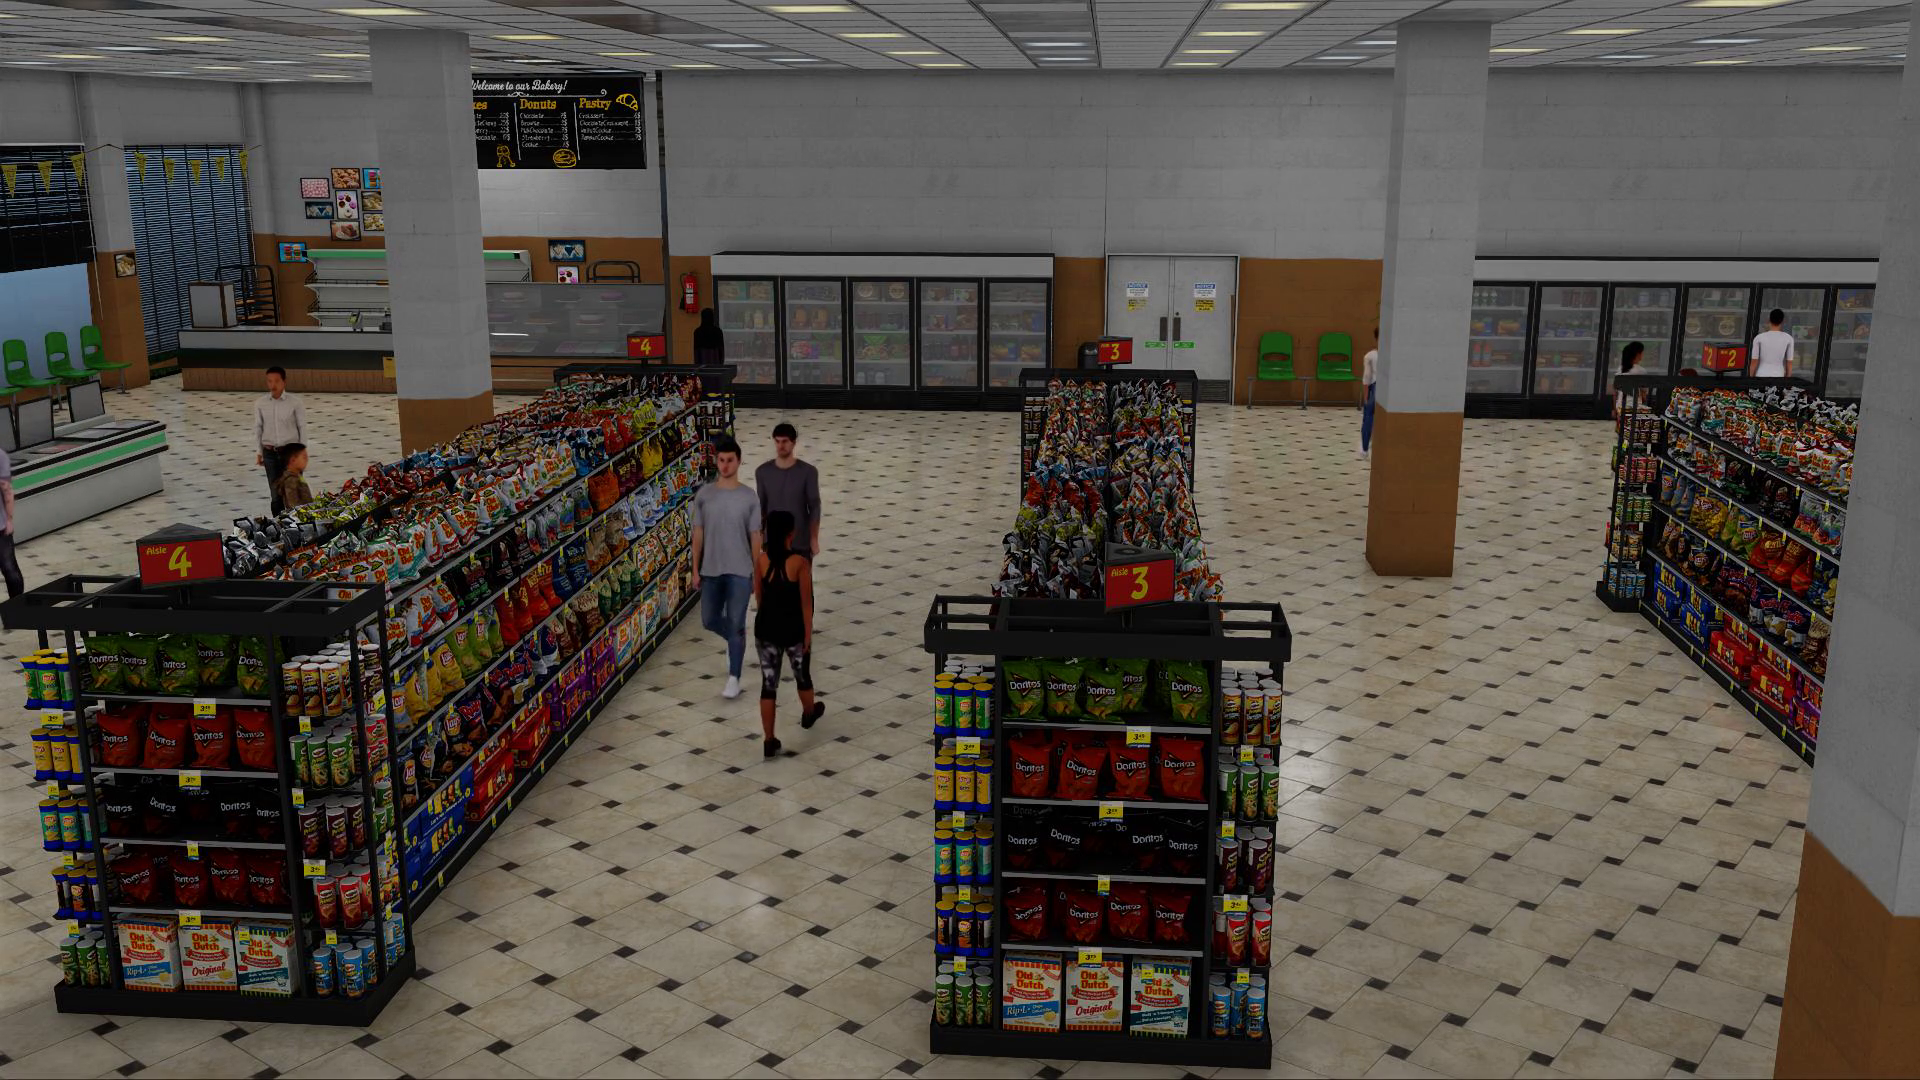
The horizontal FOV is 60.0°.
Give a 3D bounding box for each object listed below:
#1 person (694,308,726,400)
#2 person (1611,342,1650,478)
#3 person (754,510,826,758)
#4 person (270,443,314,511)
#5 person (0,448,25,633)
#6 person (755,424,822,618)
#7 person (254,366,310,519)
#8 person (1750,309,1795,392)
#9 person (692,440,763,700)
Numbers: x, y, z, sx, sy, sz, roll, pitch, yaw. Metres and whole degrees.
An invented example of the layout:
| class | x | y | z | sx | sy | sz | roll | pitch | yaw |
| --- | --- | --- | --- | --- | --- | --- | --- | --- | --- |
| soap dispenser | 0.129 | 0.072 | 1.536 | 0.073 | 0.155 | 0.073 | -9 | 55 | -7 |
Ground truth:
| class | x | y | z | sx | sy | sz | roll | pitch | yaw |
| --- | --- | --- | --- | --- | --- | --- | --- | --- | --- |
| person | -3.668 | -2.586 | 24.281 | 0.649 | 1.615 | 0.643 | -1 | 14 | -6 |
| person | 7.979 | -1.550 | 19.982 | 0.760 | 1.628 | 0.715 | -5 | 14 | -18 |
| person | -1.211 | 0.633 | 10.982 | 0.730 | 1.628 | 1.075 | 4 | 14 | 15 |
| person | -5.766 | -0.127 | 14.484 | 0.726 | 1.454 | 0.636 | -5 | 15 | -20 |
| person | -8.088 | -0.159 | 13.800 | 0.653 | 1.838 | 0.559 | 1 | 14 | 4 |
| person | -1.337 | -0.013 | 13.274 | 0.699 | 1.802 | 1.152 | 1 | 14 | 4 |
| person | -6.808 | -0.854 | 16.728 | 0.700 | 1.808 | 0.622 | -1 | 14 | -6 |
| person | 10.616 | -2.108 | 21.807 | 0.713 | 1.852 | 0.624 | 4 | 14 | 15 |
| person | -1.705 | 0.194 | 12.286 | 0.699 | 1.867 | 1.046 | 2 | 14 | 6 |
